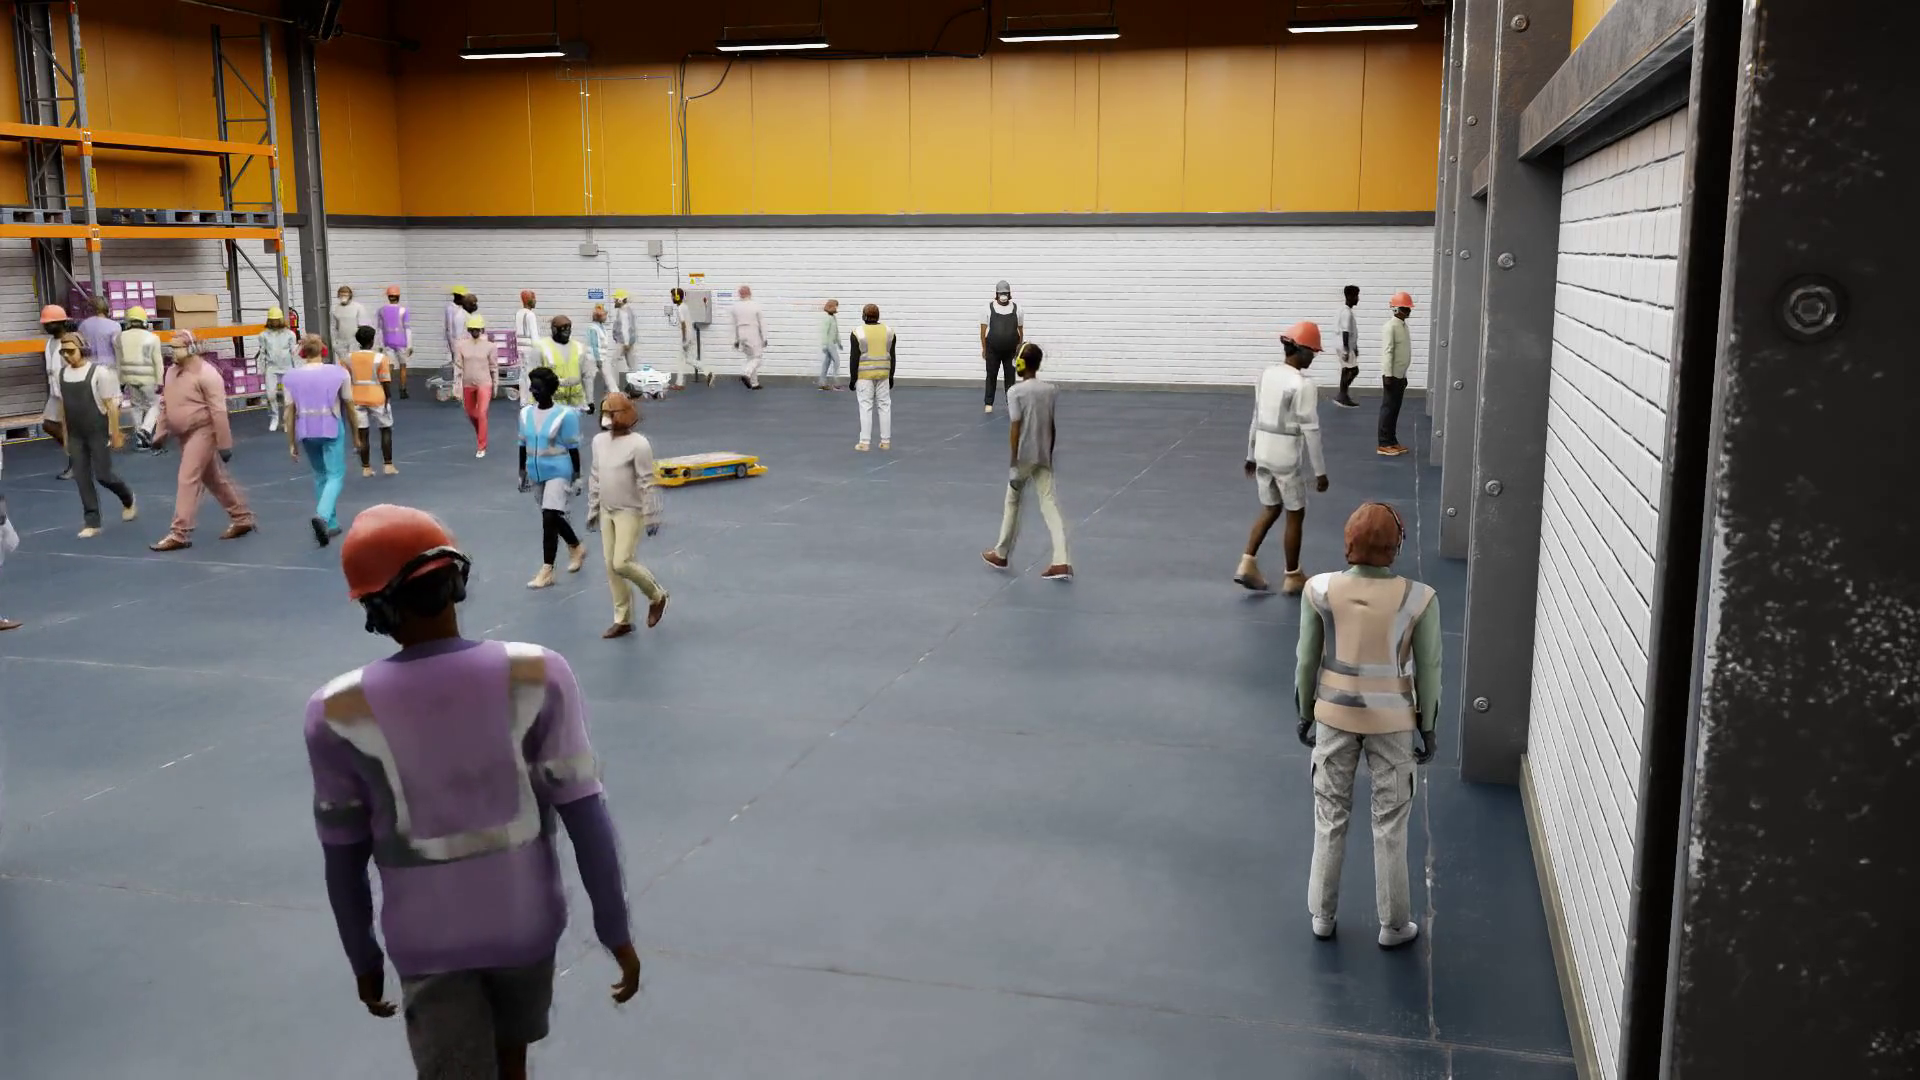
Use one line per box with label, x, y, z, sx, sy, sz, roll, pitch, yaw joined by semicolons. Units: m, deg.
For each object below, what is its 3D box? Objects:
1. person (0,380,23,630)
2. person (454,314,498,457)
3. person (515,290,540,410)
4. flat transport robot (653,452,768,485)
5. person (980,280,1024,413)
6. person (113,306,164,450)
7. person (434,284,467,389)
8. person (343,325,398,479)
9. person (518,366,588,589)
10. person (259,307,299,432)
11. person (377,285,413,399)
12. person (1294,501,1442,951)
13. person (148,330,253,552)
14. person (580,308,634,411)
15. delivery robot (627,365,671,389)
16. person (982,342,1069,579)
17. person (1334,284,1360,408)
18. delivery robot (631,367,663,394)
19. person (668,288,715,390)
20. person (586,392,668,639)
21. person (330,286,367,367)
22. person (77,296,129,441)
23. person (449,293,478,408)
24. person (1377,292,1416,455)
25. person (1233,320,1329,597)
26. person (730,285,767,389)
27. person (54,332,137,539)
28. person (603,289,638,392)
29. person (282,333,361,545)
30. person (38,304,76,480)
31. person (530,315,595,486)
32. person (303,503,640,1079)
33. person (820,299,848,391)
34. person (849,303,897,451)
person;-6.437;-0.308;11.000;0.552;1.861;0.423;10;14;43
person;-5.912;-1.913;20.431;0.516;1.744;0.768;0;10;0
person;-6.631;-2.896;25.589;0.337;1.883;0.584;-8;13;-39
flat transport robot;-2.856;-0.796;18.265;0.652;0.197;1.431;8;13;40
person;0.658;-2.961;25.515;0.673;2.000;0.535;-1;10;-7
person;-10.237;-2.006;20.758;0.599;1.818;0.500;0;10;0
person;-8.912;-3.540;29.212;0.658;1.899;0.590;2;10;12
person;-6.510;-1.524;18.373;0.552;1.686;0.470;0;10;2
person;-3.092;-0.507;12.704;0.540;1.667;0.826;5;11;26
person;-9.333;-2.328;22.828;0.489;1.732;0.380;-4;11;-20
person;-9.401;-3.274;27.638;0.552;1.919;0.663;0;10;0
person;1.478;0.677;6.058;0.524;1.636;0.308;5;11;24
person;-6.524;-0.868;14.228;0.642;1.859;0.991;8;13;38
person;-5.521;-2.775;25.728;0.870;1.585;0.550;1;10;8
delivery robot;-5.252;-2.717;28.077;0.707;0.478;0.477;0;10;-2
person;0.538;-0.621;12.893;0.552;1.822;1.001;-7;12;-36
person;6.126;-3.044;26.219;0.438;1.955;0.635;1;10;7
delivery robot;-5.178;-2.614;27.492;0.477;0.478;0.707;-5;11;-28
person;-4.822;-3.580;29.642;0.790;1.835;0.557;1;10;4
person;-2.199;-0.161;10.856;0.506;1.621;0.407;8;13;38
person;-9.996;-3.192;27.197;0.657;1.907;0.597;2;10;11
person;-11.174;-2.212;21.643;0.632;1.919;0.708;3;10;14
person;-7.835;-2.984;26.288;0.531;1.820;0.641;1;10;8
person;5.375;-2.044;20.455;0.396;1.992;0.622;7;12;33
person;2.313;-0.570;12.016;0.736;2.022;0.726;-5;11;-27
person;-3.731;-3.587;29.541;0.663;1.871;0.658;5;11;26
person;-7.661;-0.940;14.715;0.527;1.819;0.652;1;10;7
person;-5.986;-3.495;29.201;0.756;1.803;0.591;0;10;2
person;-5.532;-0.876;14.370;0.588;1.812;0.833;-1;10;-4
person;-9.805;-1.605;18.170;0.567;1.922;0.398;5;11;26
person;-4.175;-1.474;17.710;0.662;1.818;0.728;-9;13;-40
person;-1.131;0.897;3.888;0.682;1.960;1.034;-4;11;-23
person;-2.206;-3.449;29.485;0.681;1.607;0.507;2;10;9
person;-1.105;-2.034;20.830;0.621;1.845;0.429;-5;11;-26
